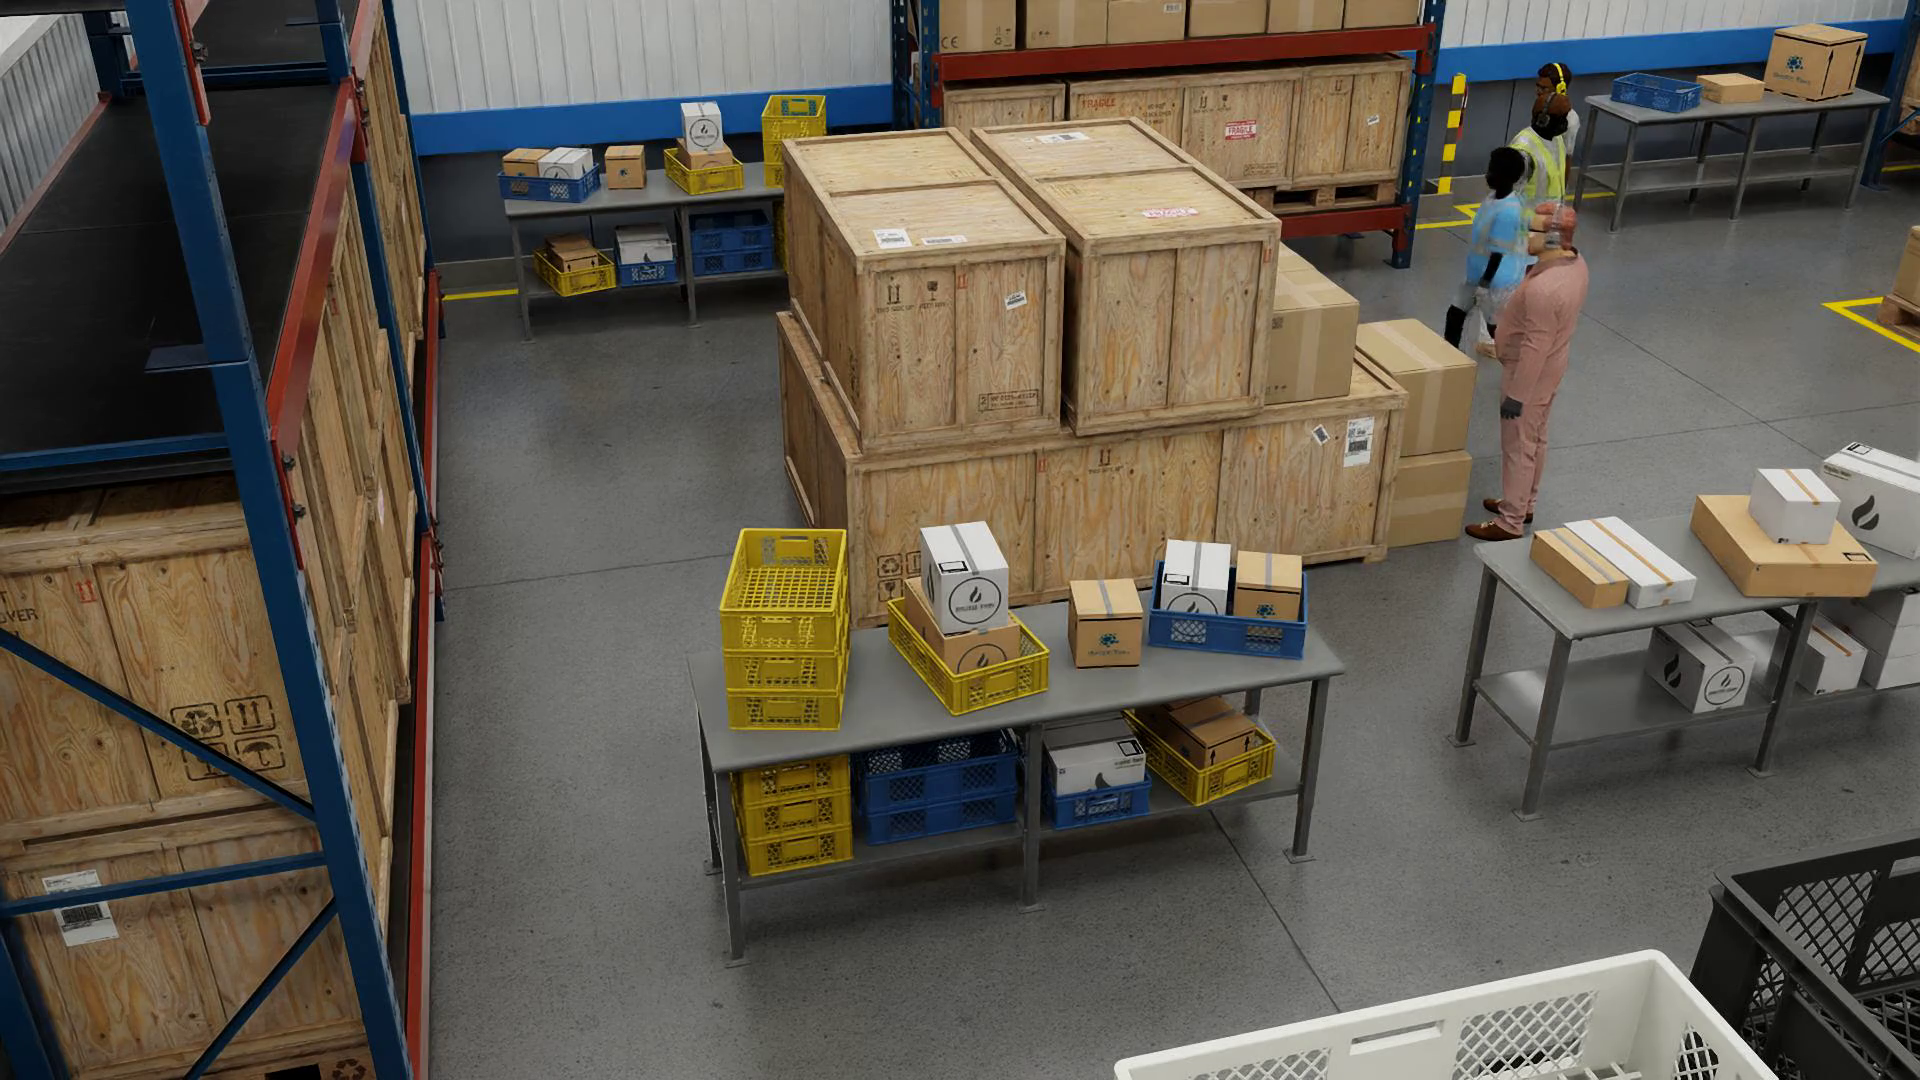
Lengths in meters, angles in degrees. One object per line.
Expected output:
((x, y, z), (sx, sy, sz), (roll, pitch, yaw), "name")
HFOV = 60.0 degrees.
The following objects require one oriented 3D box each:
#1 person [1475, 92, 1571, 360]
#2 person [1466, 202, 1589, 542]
((3.879, -2.145, 11.381), (0.431, 1.835, 0.624), (22, 36, 35), "person")
((3.084, -0.902, 9.043), (0.408, 1.905, 0.654), (17, 33, 28), "person")
